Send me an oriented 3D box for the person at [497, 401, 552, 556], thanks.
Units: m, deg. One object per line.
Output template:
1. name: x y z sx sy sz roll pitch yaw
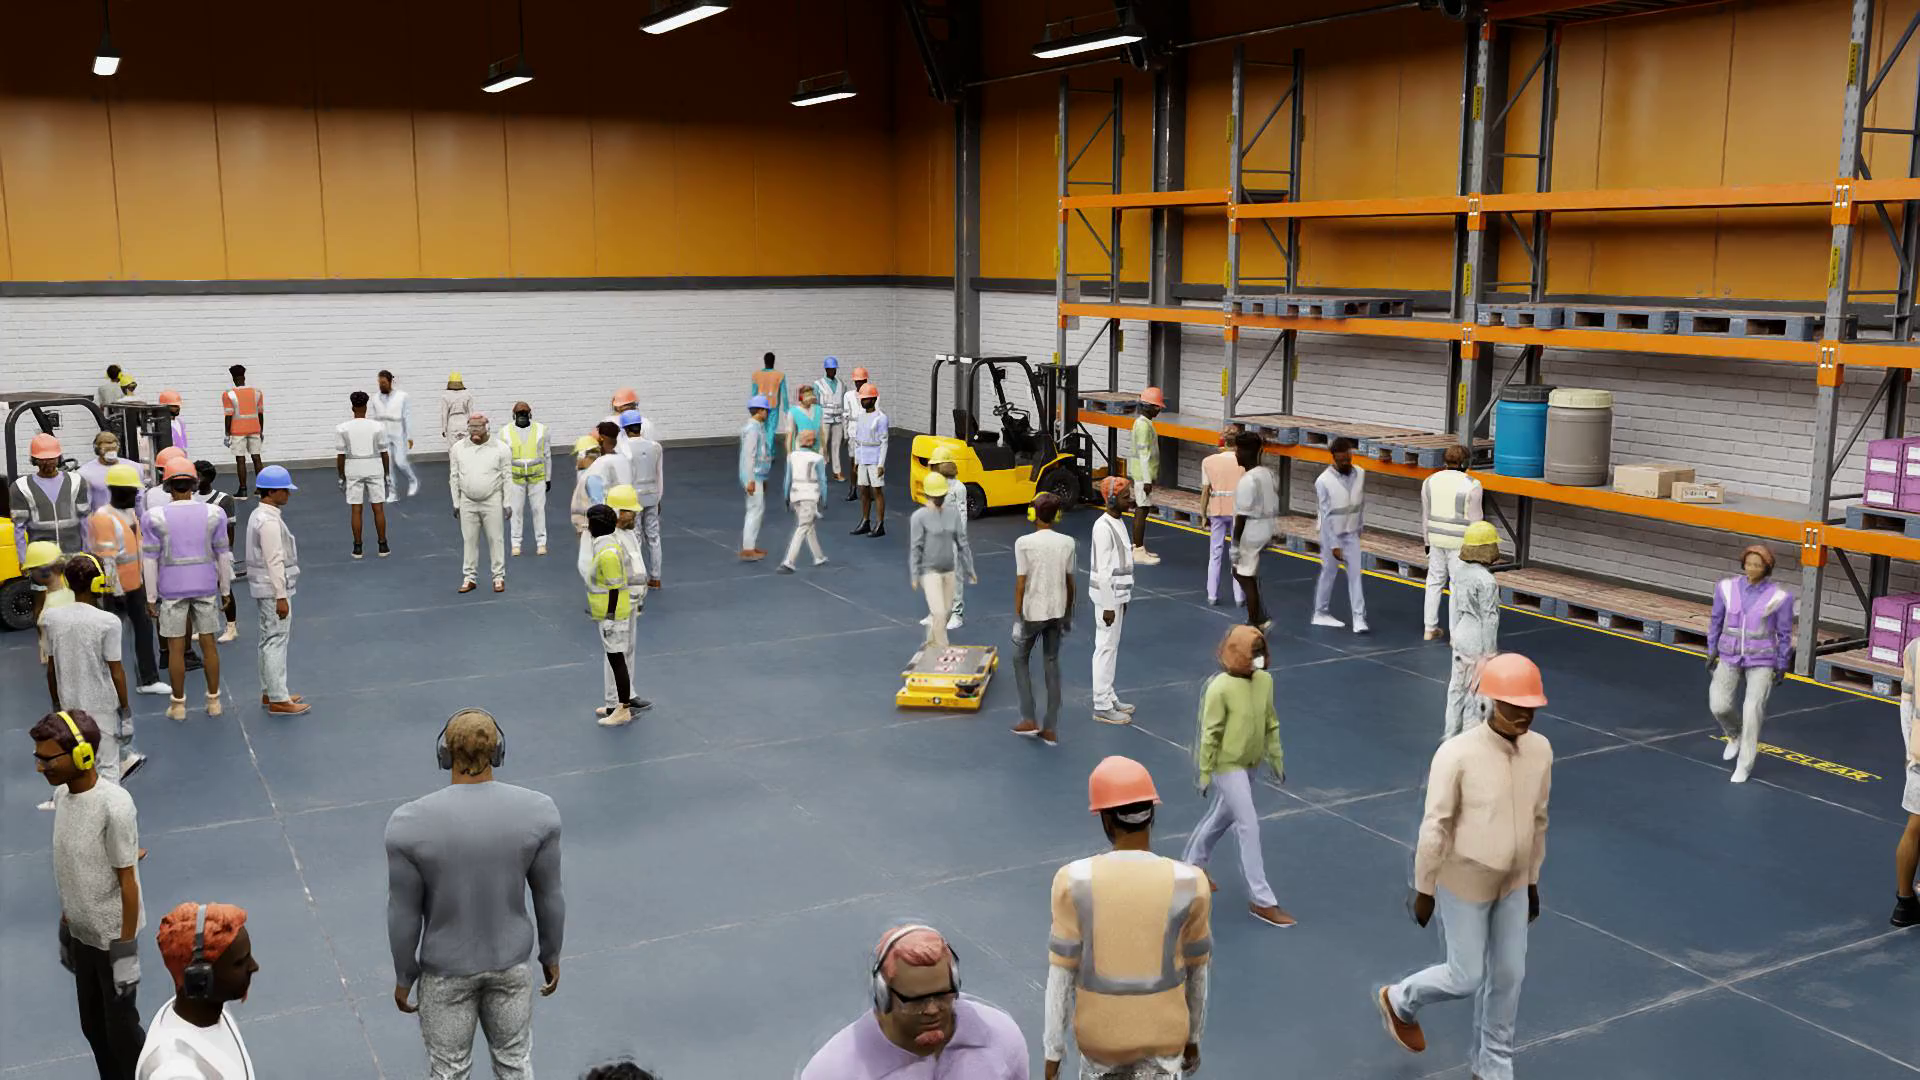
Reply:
1. person: -5.130 -0.721 19.631 0.619 1.836 0.431 -3 10 -15

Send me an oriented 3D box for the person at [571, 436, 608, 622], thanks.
1. person: -3.599 -0.110 16.292 0.408 1.801 0.688 -2 10 -10

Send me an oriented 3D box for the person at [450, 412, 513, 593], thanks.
1. person: -5.033 -0.390 17.492 0.639 1.911 0.402 0 10 -2

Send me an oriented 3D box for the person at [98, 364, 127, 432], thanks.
1. person: -12.974 -1.780 25.615 0.536 1.870 0.325 -1 10 -6

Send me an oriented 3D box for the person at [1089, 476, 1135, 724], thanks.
1. person: 1.171 0.451 12.724 0.356 1.882 0.574 2 10 13

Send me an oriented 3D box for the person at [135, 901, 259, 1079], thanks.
1. person: -2.035 1.882 4.513 0.343 1.876 0.579 -3 10 -17

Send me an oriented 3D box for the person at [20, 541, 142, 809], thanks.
1. person: -5.732 0.857 10.778 0.537 1.742 0.556 -3 10 -18

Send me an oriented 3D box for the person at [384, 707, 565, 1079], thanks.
1. person: -1.781 1.569 6.172 0.636 1.928 0.384 -5 11 -26

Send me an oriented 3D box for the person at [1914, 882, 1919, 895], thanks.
1. person: 5.677 1.071 9.151 0.675 1.897 0.642 2 10 10

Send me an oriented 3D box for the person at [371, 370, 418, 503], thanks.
1. person: -8.097 -1.497 23.857 0.631 1.907 0.529 2 10 13

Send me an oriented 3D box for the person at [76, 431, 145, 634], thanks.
1. person: -7.939 -0.071 15.611 0.367 1.926 0.637 8 13 40

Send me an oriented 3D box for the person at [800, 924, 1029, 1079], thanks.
1. person: -0.081 1.908 4.439 0.637 1.867 0.995 -5 11 -27

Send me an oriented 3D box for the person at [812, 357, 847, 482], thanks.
1. person: -2.020 -1.874 25.910 0.605 1.951 0.380 -7 12 -33

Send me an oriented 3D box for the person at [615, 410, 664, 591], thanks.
1. person: -3.383 -0.397 17.447 0.403 1.937 0.604 10 14 44

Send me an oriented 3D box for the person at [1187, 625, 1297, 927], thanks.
1. person: 1.518 1.230 9.073 0.513 1.590 0.846 -9 13 -41

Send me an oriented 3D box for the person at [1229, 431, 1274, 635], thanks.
1. person: 2.645 -0.025 15.257 0.423 1.951 0.643 5 11 27

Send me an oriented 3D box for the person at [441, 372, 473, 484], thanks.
1. person: -7.737 -1.720 25.624 0.494 1.741 0.315 -5 11 -27

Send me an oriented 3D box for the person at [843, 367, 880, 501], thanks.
1. person: -1.419 -1.518 23.898 0.545 1.938 0.361 1 10 8

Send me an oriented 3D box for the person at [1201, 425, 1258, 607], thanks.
1. person: 2.714 -0.231 16.786 0.562 1.837 0.386 2 10 12

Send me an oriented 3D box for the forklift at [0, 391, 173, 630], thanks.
1. forklift: -9.026 -0.363 16.508 1.214 2.155 2.313 6 11 29

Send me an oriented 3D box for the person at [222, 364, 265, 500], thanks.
1. person: -10.381 -1.566 24.112 0.377 1.959 0.604 8 13 39

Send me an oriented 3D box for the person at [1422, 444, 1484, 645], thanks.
1. person: 4.519 0.039 15.244 0.430 1.837 0.625 -7 12 -37

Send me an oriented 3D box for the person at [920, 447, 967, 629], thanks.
1. person: -0.162 -0.023 15.852 0.493 1.743 0.312 8 13 39

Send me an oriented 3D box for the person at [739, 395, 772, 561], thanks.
1. person: -2.380 -0.724 19.436 0.399 1.910 0.665 0 10 -2

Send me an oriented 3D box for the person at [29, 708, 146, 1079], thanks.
1. person: -3.348 1.558 6.445 0.527 1.857 0.343 7 12 35

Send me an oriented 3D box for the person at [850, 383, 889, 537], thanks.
1. person: -1.141 -1.003 20.935 0.544 1.939 0.354 9 13 42

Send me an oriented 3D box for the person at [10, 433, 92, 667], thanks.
1. person: -7.830 0.088 14.402 0.606 2.035 0.417 -8 13 -38

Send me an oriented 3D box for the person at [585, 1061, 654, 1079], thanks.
1. person: -0.813 2.043 4.130 0.538 1.679 0.568 -4 11 -20

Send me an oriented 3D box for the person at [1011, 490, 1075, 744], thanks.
1. person: 0.578 0.553 12.221 0.550 1.847 0.590 -4 11 -23

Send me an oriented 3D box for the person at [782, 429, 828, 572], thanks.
1. person: -1.774 -0.451 18.757 0.535 1.592 0.842 7 12 35

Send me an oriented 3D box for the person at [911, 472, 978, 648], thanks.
1. person: -0.168 0.276 14.167 0.569 1.737 0.576 -9 13 -41

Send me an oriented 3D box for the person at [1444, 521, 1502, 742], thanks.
1. person: 3.567 0.733 11.493 0.290 1.746 0.486 -2 10 -13

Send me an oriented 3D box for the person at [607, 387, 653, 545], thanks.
1. person: -3.855 -0.824 19.702 0.607 2.015 0.788 5 11 25

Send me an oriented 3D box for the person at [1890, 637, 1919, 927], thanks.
1. person: 5.150 1.130 8.654 0.358 1.938 0.542 -3 10 -15

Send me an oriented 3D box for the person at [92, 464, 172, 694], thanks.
1. person: -6.812 0.337 13.339 0.817 1.903 0.594 0 10 0

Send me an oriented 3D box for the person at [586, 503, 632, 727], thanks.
1. person: -2.657 0.564 12.610 0.318 1.694 0.539 -2 10 -13

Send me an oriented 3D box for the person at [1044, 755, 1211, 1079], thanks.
1. person: 0.571 1.681 5.709 0.557 1.863 0.995 1 10 7

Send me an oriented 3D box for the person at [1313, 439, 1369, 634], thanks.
1. person: 3.607 -0.032 15.591 0.662 1.852 0.847 -4 11 -23

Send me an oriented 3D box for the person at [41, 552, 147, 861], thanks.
1. person: -5.038 0.998 9.647 0.511 1.861 0.324 1 10 7

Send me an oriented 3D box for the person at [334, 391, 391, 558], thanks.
1. person: -6.988 -0.769 19.501 0.603 1.967 0.366 -3 10 -19

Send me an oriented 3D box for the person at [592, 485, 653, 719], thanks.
1. person: -2.604 0.475 12.784 0.403 1.817 0.605 1 10 4

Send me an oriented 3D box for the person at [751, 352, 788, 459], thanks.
1. person: -3.249 -2.260 28.356 0.606 1.881 0.967 2 10 11

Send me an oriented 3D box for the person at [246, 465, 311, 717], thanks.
1. person: -5.302 0.388 12.902 0.405 1.943 0.614 -6 11 -30

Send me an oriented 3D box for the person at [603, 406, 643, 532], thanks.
1. person: -4.305 -0.927 20.877 0.523 1.822 0.879 4 11 22

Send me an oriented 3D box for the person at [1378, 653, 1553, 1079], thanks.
1. person: 2.145 1.398 7.005 0.625 1.974 0.668 -5 11 -26

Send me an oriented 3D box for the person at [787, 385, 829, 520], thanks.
1. person: -2.110 -1.203 22.455 0.826 1.810 0.577 8 13 40

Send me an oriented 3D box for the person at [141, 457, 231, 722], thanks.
1. person: -5.910 0.377 12.741 0.611 2.030 0.410 -7 12 -34

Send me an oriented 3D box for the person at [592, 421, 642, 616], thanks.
1. person: -3.360 -0.202 16.385 0.501 1.926 0.652 3 10 17

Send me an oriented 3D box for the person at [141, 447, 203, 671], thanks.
1. person: -6.712 0.163 14.266 0.540 1.929 0.384 5 11 25

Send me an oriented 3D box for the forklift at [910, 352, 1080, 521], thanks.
1. forklift: 0.460 -1.461 22.833 2.313 2.155 1.214 -5 11 -28

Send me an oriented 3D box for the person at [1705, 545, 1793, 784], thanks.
1. person: 5.356 0.822 11.297 0.529 1.625 0.438 9 13 42

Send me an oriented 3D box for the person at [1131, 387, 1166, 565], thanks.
1. person: 2.158 -0.738 19.132 0.391 2.034 0.605 1 10 3

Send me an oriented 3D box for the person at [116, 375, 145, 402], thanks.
1. person: -12.298 -1.569 24.714 0.345 1.756 0.518 4 10 19

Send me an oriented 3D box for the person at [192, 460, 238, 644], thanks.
1. person: -6.879 0.105 15.243 0.541 1.696 0.315 3 10 16

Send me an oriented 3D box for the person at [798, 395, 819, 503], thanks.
1. person: -2.164 -1.337 23.760 0.272 1.627 0.502 -3 10 -17

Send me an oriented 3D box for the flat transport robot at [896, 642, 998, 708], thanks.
1. flat transport robot: -0.085 1.092 13.668 0.652 0.197 1.431 1 10 8
